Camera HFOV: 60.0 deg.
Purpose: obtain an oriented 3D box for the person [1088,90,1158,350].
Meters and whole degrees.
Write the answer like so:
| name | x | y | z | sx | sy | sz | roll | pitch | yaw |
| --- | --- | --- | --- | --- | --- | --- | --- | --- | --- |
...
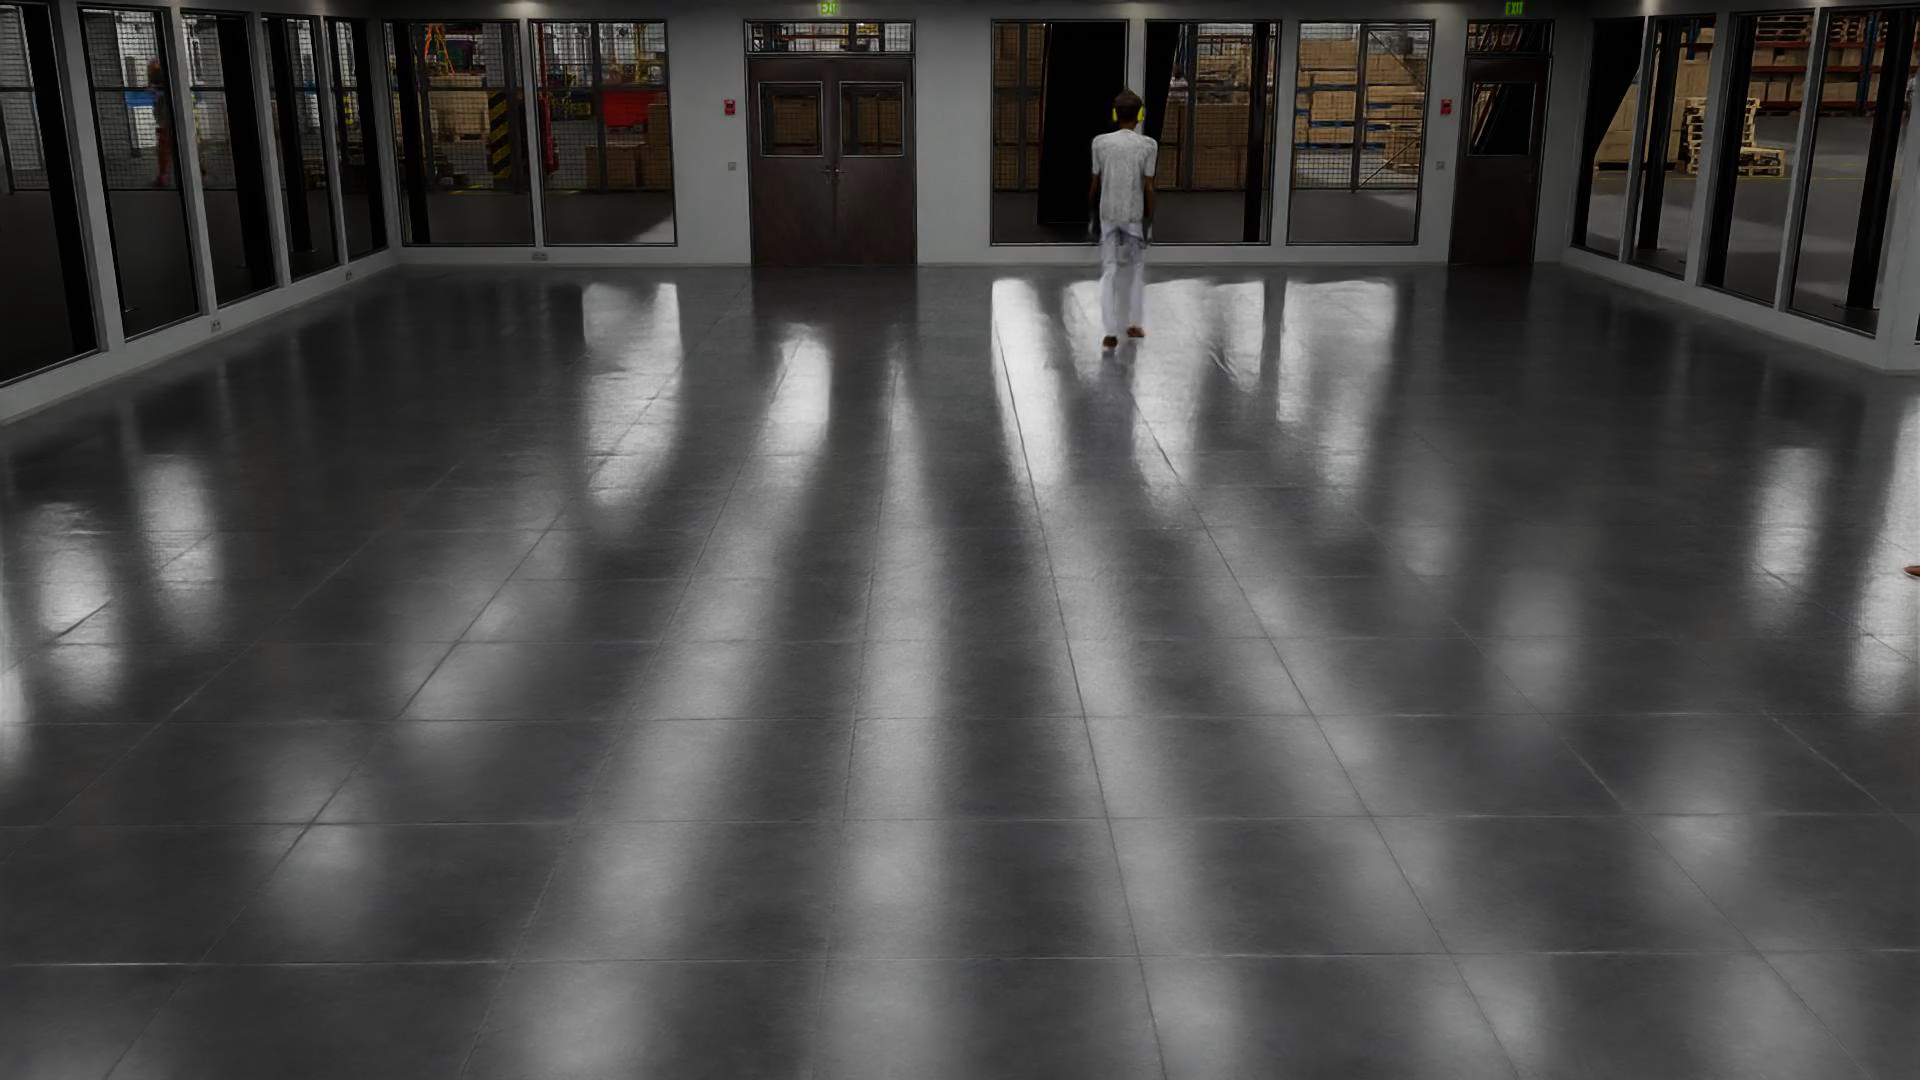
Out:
| name | x | y | z | sx | sy | sz | roll | pitch | yaw |
| --- | --- | --- | --- | --- | --- | --- | --- | --- | --- |
| person | 1.191 | -2.345 | 12.214 | 0.535 | 1.842 | 0.805 | 4 | 17 | 14 |

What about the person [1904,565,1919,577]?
| name | x | y | z | sx | sy | sz | roll | pitch | yaw |
| --- | --- | --- | --- | --- | --- | --- | --- | --- | --- |
| person | 4.033 | -0.570 | 6.526 | 0.278 | 1.631 | 0.499 | 4 | 17 | 14 |
